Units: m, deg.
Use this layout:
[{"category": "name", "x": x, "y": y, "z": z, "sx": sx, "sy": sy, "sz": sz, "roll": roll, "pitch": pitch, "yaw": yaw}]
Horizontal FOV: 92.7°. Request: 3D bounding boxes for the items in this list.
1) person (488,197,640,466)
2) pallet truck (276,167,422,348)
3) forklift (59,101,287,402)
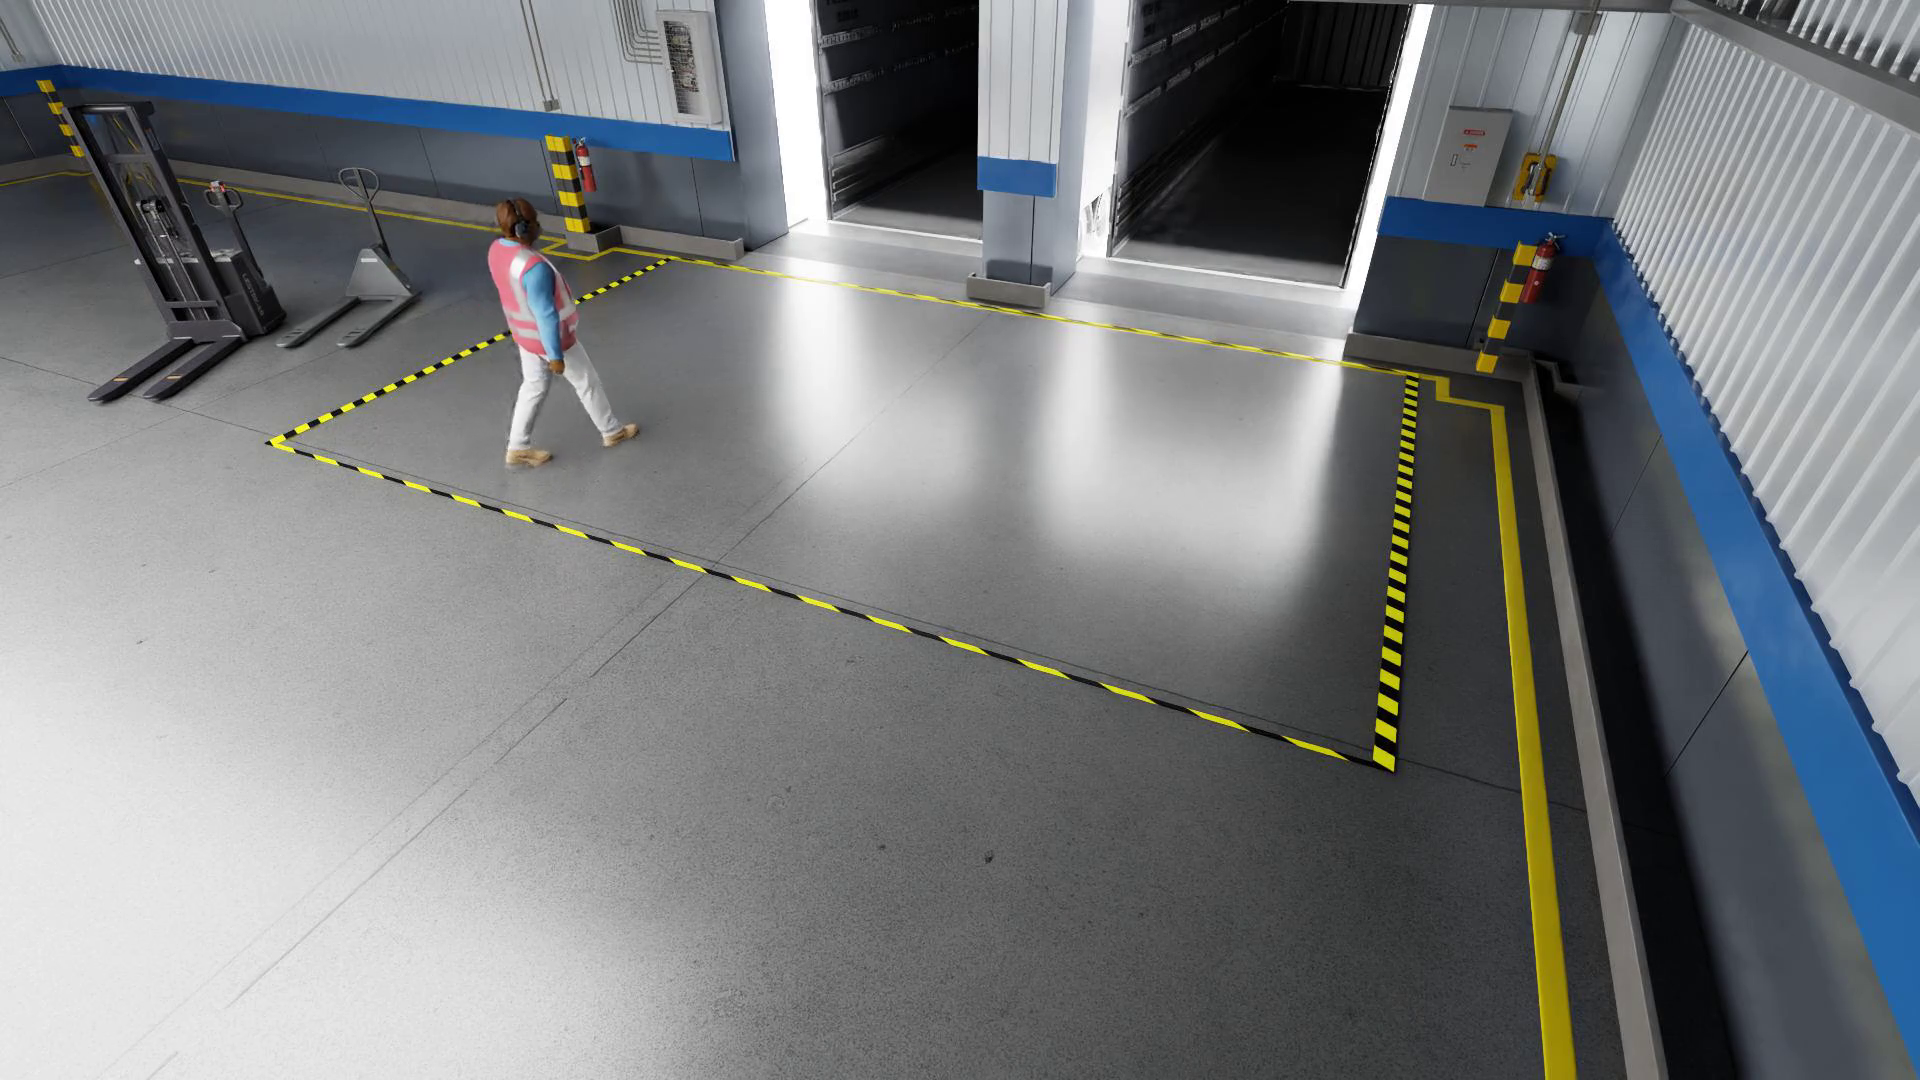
[{"category": "person", "x": -2.785, "y": -1.367, "z": 6.151, "sx": 0.640, "sy": 1.796, "sz": 0.948, "roll": 27, "pitch": 43, "yaw": 33}, {"category": "pallet truck", "x": -5.732, "y": -2.611, "z": 8.414, "sx": 0.680, "sy": 1.201, "sz": 1.601, "roll": -1, "pitch": 35, "yaw": -1}, {"category": "forklift", "x": -6.686, "y": -2.387, "z": 7.434, "sx": 0.823, "sy": 1.965, "sz": 1.885, "roll": -3, "pitch": 35, "yaw": -5}]
